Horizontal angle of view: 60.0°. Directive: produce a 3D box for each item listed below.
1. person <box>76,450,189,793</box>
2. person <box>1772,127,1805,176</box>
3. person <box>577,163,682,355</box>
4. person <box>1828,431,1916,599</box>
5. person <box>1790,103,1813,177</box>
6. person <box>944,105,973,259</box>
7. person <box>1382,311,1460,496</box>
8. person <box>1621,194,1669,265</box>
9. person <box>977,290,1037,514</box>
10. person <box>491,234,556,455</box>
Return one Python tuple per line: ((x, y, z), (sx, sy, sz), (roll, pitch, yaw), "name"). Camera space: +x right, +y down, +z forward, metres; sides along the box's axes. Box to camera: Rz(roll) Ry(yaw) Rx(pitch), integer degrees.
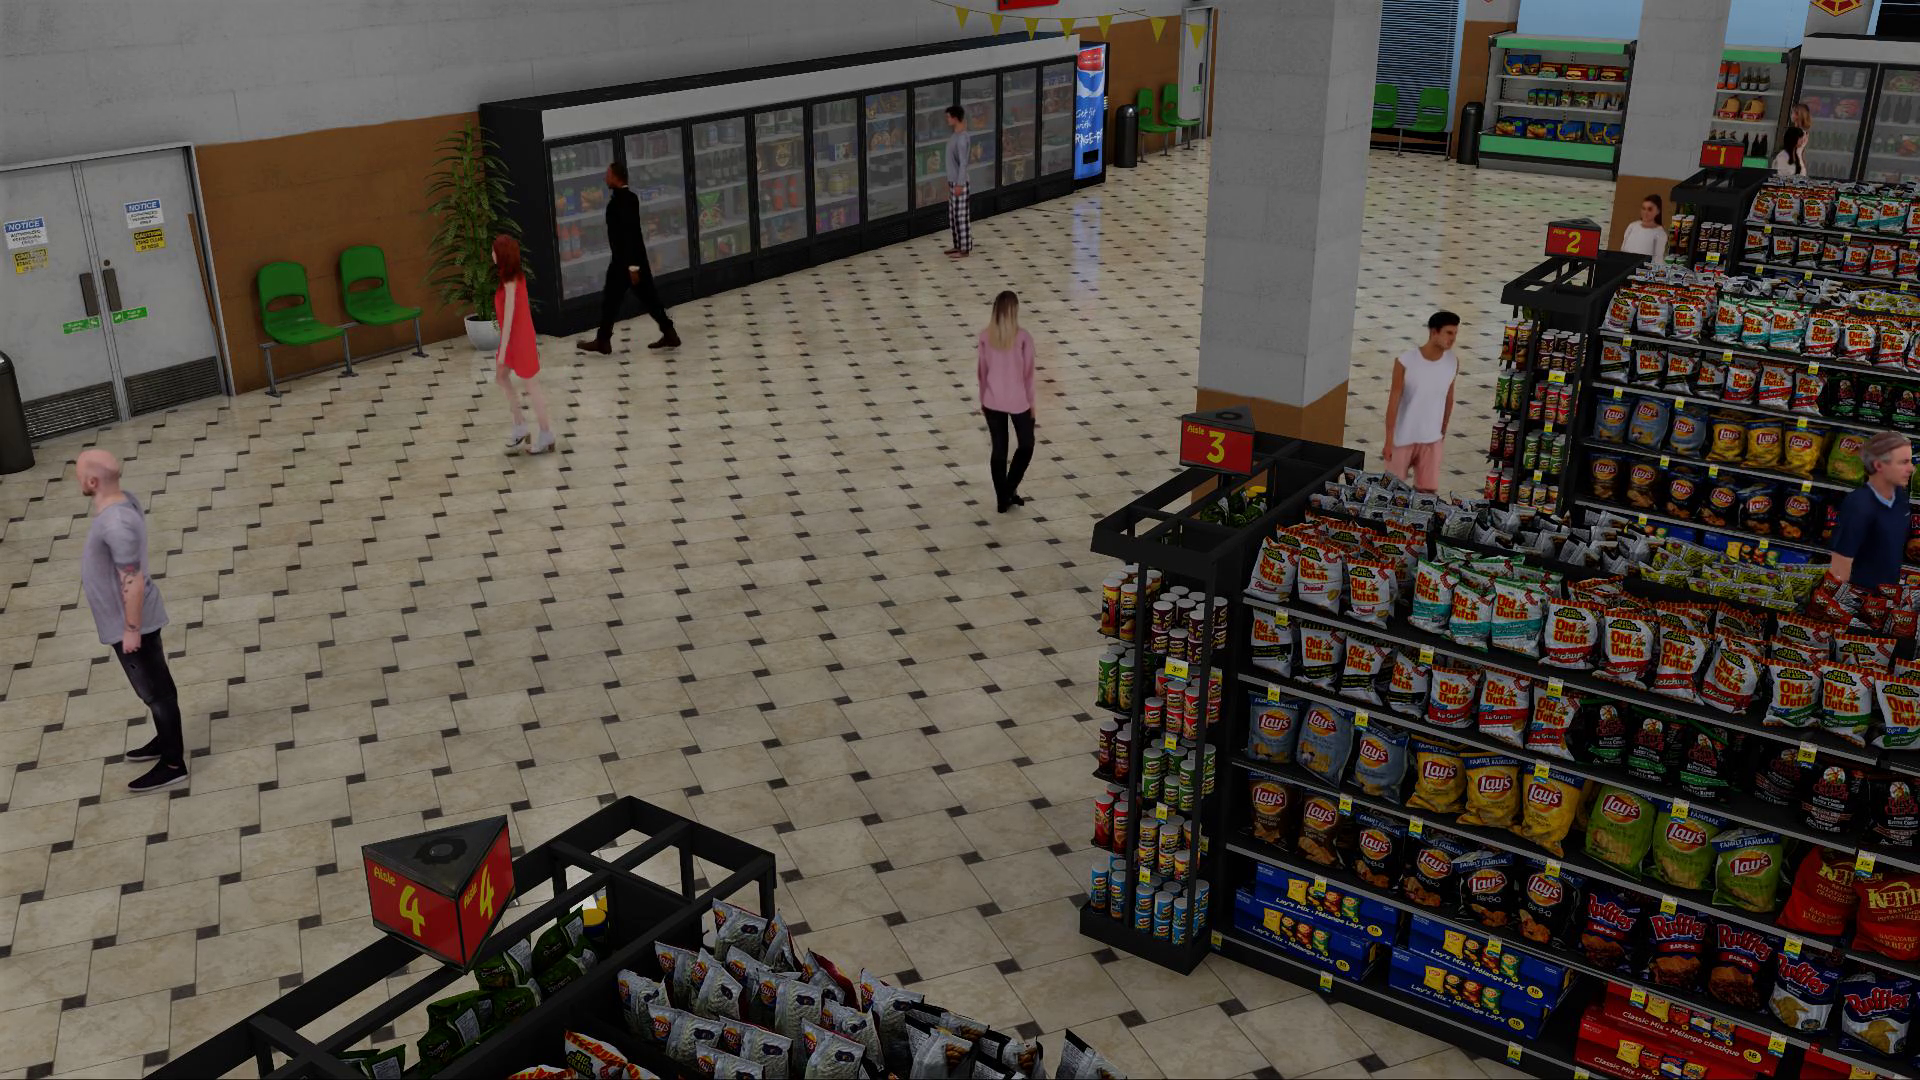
((-4.269, 0.388, 8.586), (0.823, 1.837, 0.712), (-9, 24, -22), "person")
((9.922, -4.203, 20.324), (0.758, 1.606, 1.102), (-20, 29, -40), "person")
((-3.141, -2.708, 16.259), (1.366, 1.862, 1.219), (-1, 22, -1), "person")
((4.656, 0.313, 8.750), (0.822, 1.856, 0.945), (-15, 26, -33), "person")
((10.530, -4.532, 20.860), (0.692, 1.816, 0.845), (-17, 27, -36), "person")
((-0.008, -4.444, 20.602), (0.760, 1.846, 0.698), (-4, 22, -9), "person")
((3.124, -0.732, 11.521), (1.149, 1.727, 1.141), (0, 22, 1), "person")
((6.531, -2.480, 15.944), (0.872, 1.673, 0.882), (-13, 25, -29), "person")
((0.323, -0.985, 12.212), (0.617, 1.683, 0.737), (8, 23, 20), "person")
((-3.477, -1.569, 13.494), (0.816, 1.809, 0.755), (-6, 23, -14), "person")
